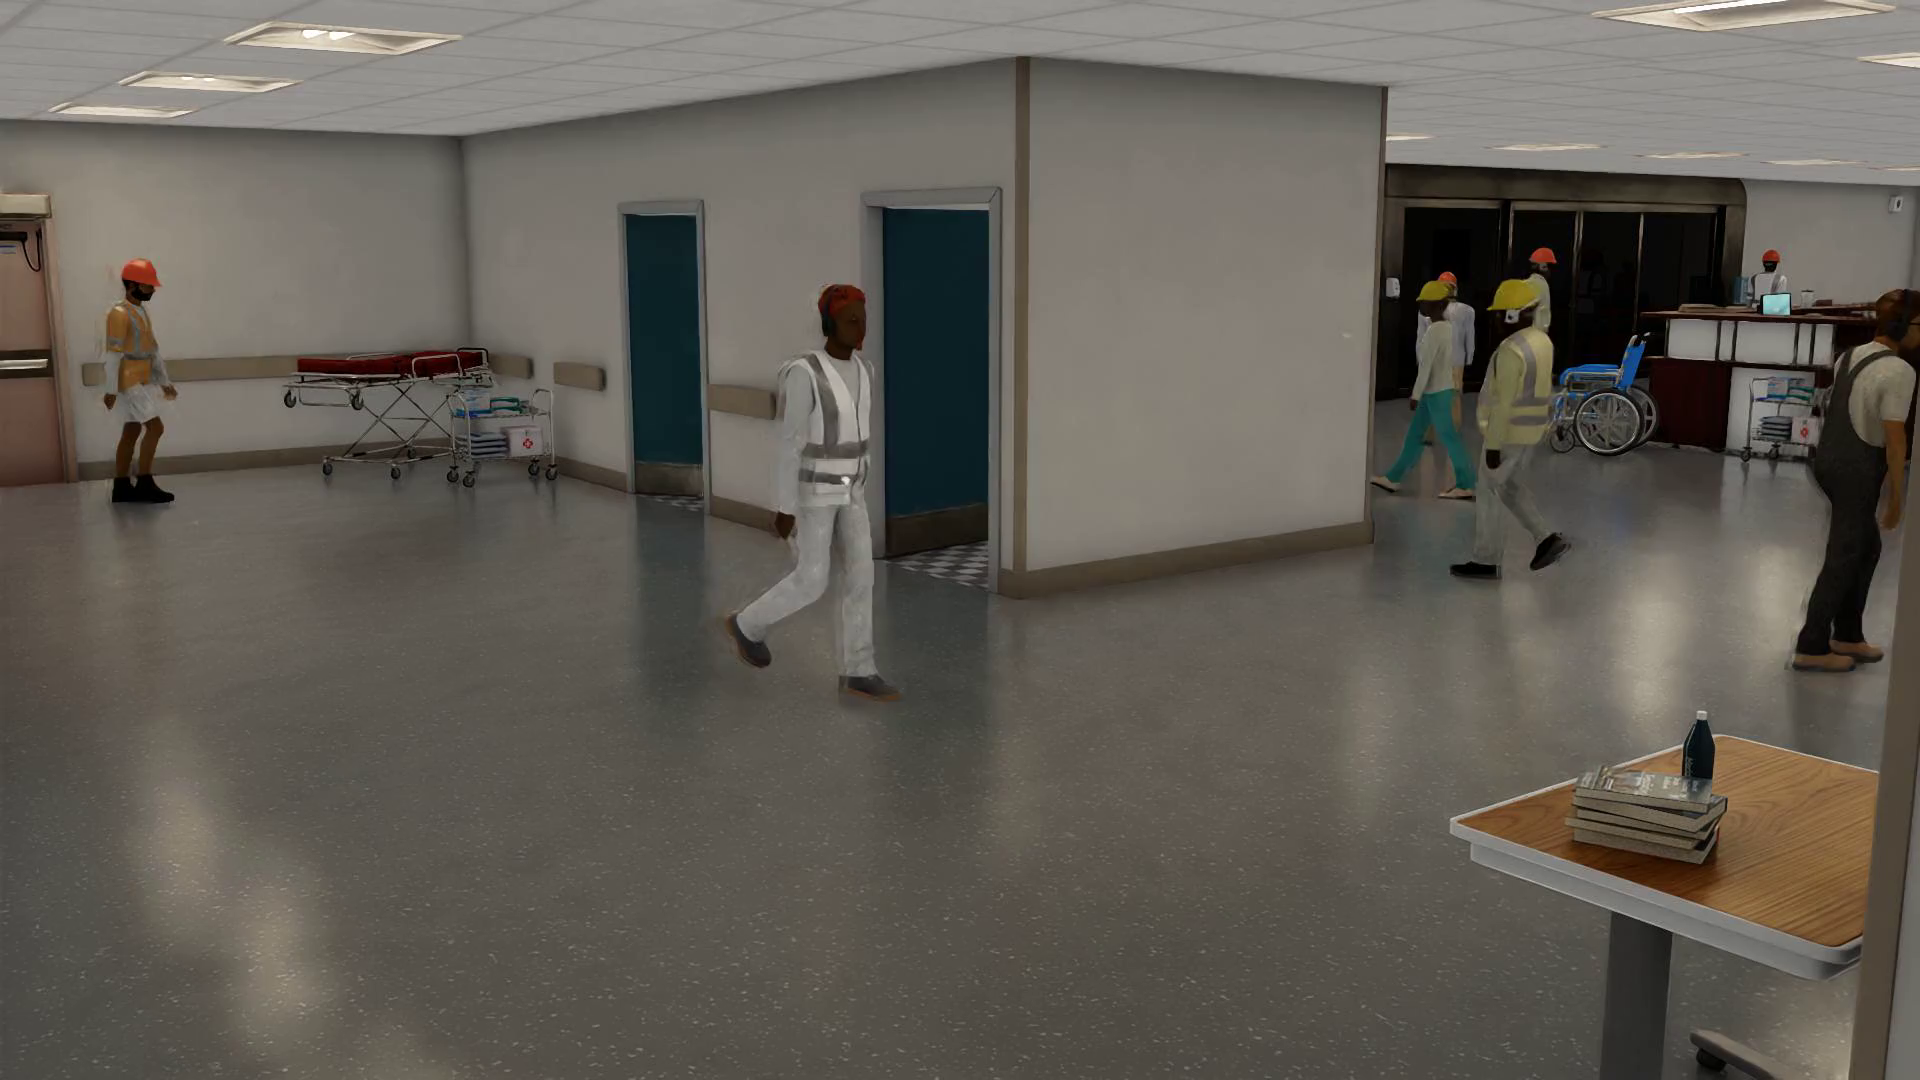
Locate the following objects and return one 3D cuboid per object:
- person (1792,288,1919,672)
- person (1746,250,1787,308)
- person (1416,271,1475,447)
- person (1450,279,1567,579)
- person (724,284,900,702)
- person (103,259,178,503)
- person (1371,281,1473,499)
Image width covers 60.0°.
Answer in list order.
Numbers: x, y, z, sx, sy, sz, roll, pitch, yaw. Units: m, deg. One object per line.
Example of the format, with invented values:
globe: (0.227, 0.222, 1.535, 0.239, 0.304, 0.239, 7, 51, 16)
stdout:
person: (4.259, -0.260, 7.777, 0.646, 1.810, 0.529, 0, 10, -3)
person: (11.629, -3.209, 23.995, 0.389, 1.930, 0.550, -8, 13, -37)
person: (4.811, -1.785, 16.513, 0.564, 1.743, 0.352, 3, 11, 17)
person: (3.302, -0.648, 9.937, 0.553, 1.809, 0.608, 8, 13, 39)
person: (-0.662, -0.213, 7.412, 0.794, 1.857, 0.586, 6, 12, 32)
person: (-6.379, -1.222, 12.938, 0.660, 1.900, 0.549, -2, 10, -12)
person: (3.708, -1.191, 13.234, 0.895, 1.711, 0.543, 5, 11, 25)
